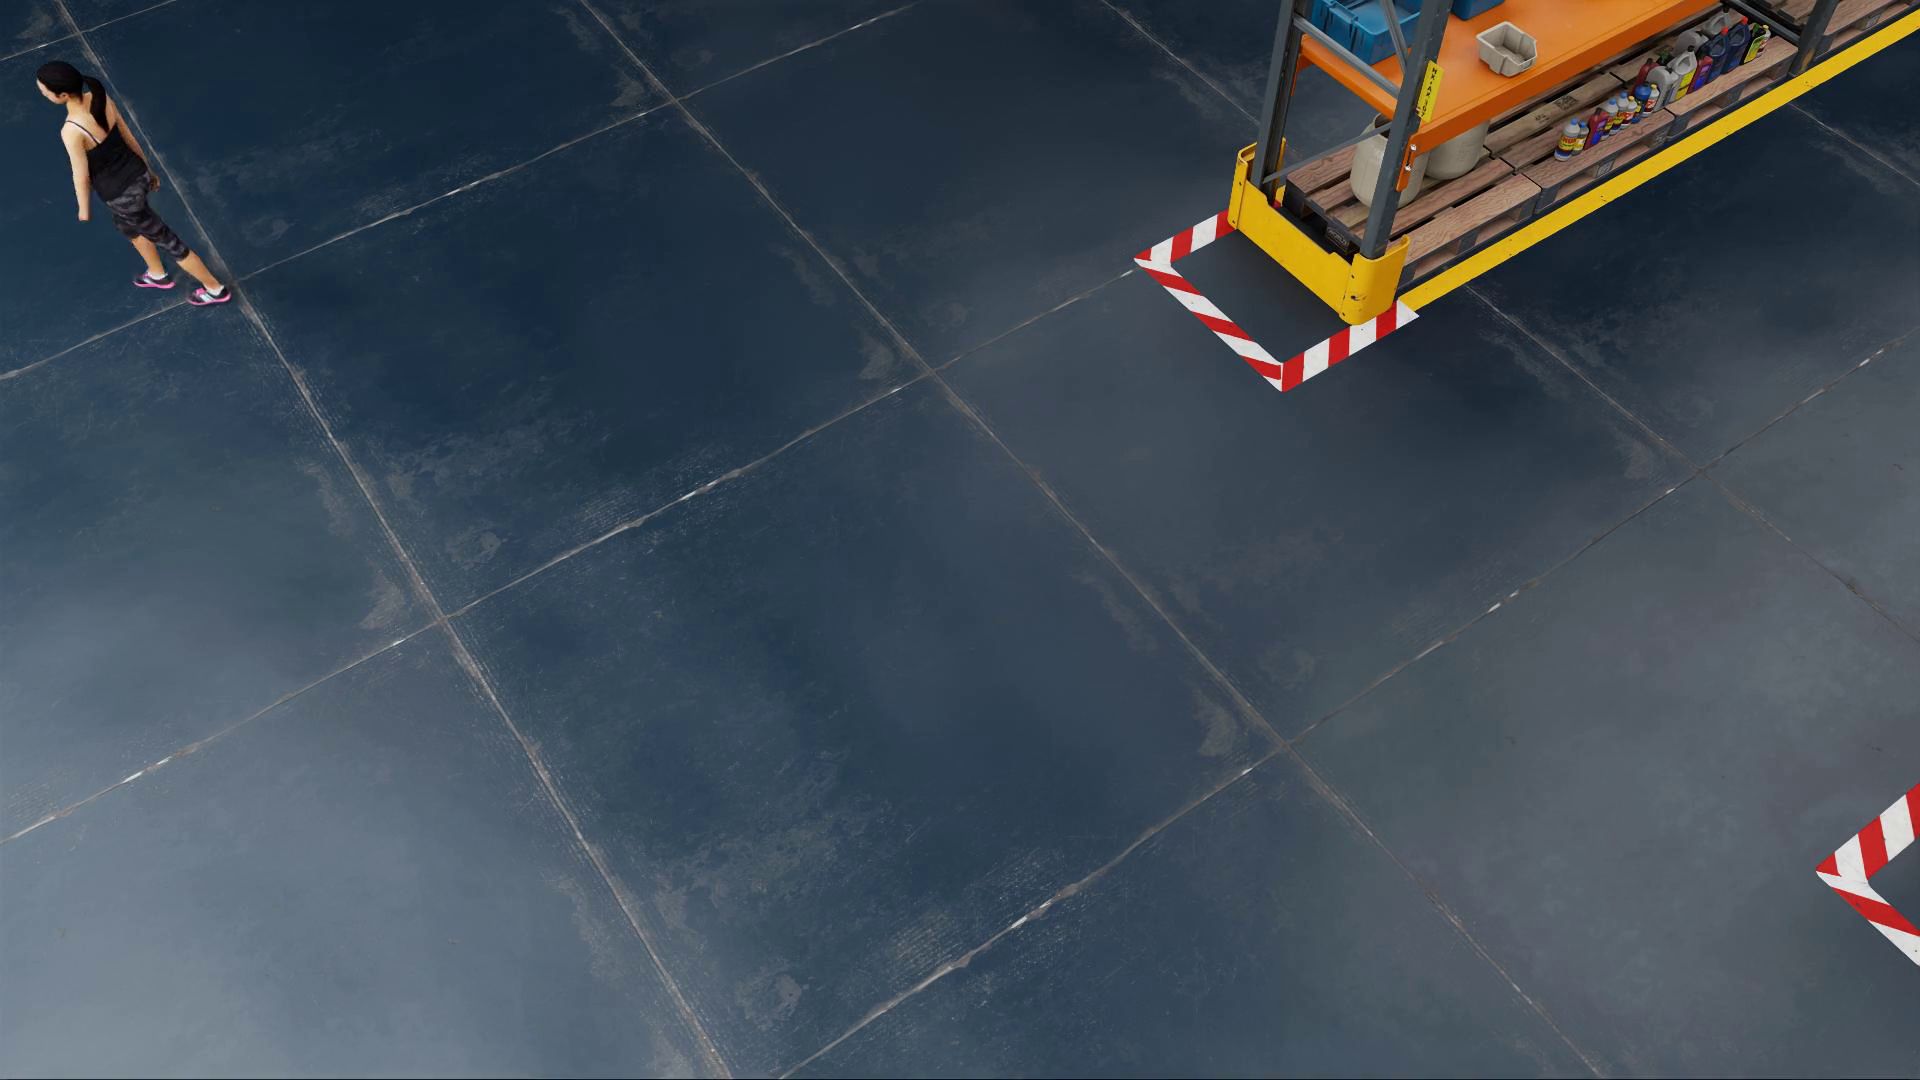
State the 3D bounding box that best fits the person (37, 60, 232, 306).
[{"bbox_3d":[-4.466,-1.884,9.112,0.942,1.699,0.861,4,52,3],"label":"person"}]
